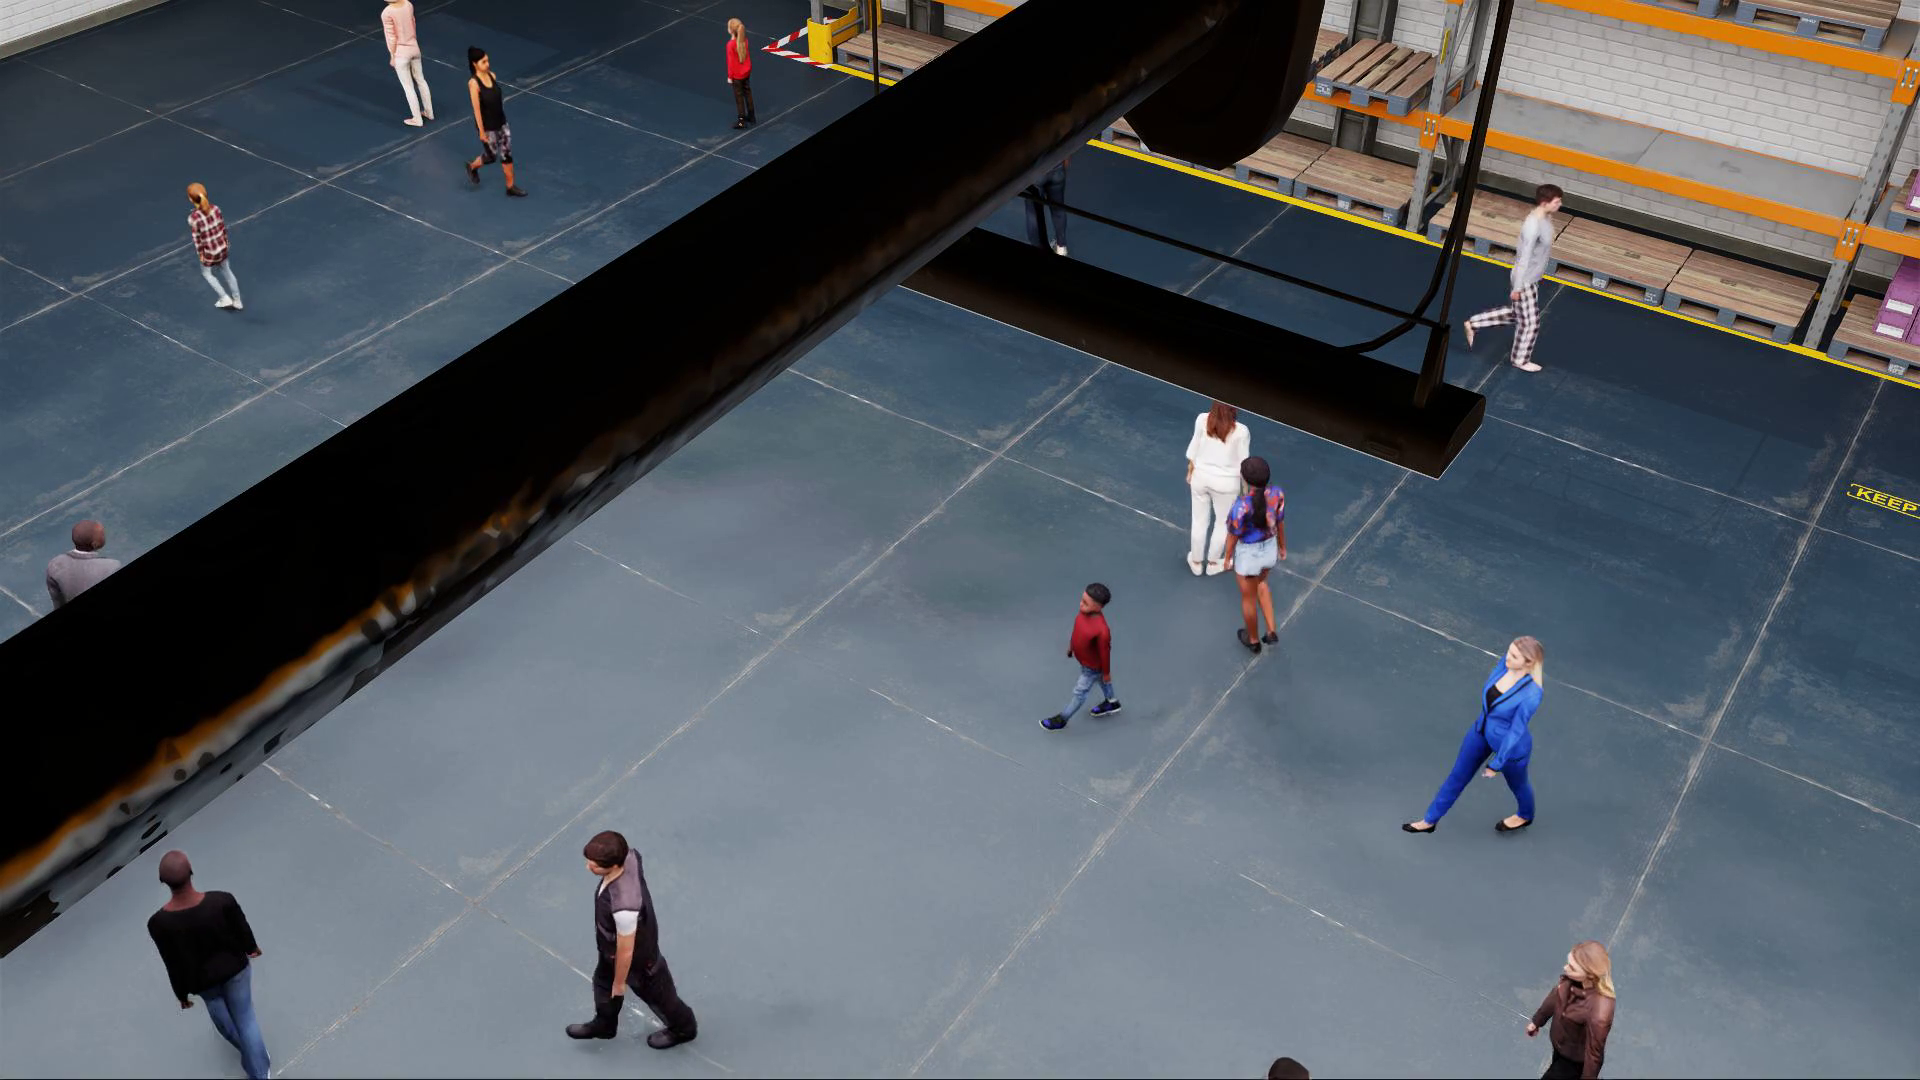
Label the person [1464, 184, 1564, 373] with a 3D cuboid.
[{"bbox_3d":[5.014,-2.377,14.947,1.030,1.826,0.713,19,42,22],"label":"person"}]

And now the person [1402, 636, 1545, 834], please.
[{"bbox_3d":[3.505,1.282,10.501,1.115,1.655,1.141,-11,40,-14],"label":"person"}]

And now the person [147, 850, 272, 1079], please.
[{"bbox_3d":[-4.032,2.405,9.034,0.810,1.731,0.919,-17,42,-21],"label":"person"}]

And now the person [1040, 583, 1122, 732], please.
[{"bbox_3d":[0.971,0.792,11.456,0.884,1.228,0.866,-10,40,-13],"label":"person"}]

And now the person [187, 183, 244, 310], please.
[{"bbox_3d":[-7.085,-2.770,15.864,0.517,1.295,0.544,21,43,24],"label":"person"}]

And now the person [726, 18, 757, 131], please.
[{"bbox_3d":[-2.539,-5.373,19.134,0.488,1.281,0.501,21,43,24],"label":"person"}]

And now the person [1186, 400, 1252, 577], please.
[{"bbox_3d":[1.958,-0.446,12.650,0.548,1.674,0.747,11,40,14],"label":"person"}]

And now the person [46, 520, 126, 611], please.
[{"bbox_3d":[-5.756,0.717,11.115,0.930,1.773,0.982,1,39,1],"label":"person"}]

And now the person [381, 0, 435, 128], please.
[{"bbox_3d":[-6.368,-5.610,19.075,0.552,1.725,0.625,19,42,22],"label":"person"}]

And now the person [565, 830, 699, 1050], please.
[{"bbox_3d":[-1.712,2.218,9.192,1.072,1.826,1.046,-10,40,-12],"label":"person"}]

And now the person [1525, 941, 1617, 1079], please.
[{"bbox_3d":[3.298,2.688,8.720,0.800,1.681,0.762,4,39,5],"label":"person"}]

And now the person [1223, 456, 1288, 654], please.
[{"bbox_3d":[2.134,0.182,11.823,0.798,1.724,0.839,-12,40,-14],"label":"person"}]

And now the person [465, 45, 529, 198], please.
[{"bbox_3d":[-5.033,-4.427,17.659,0.992,1.644,0.723,14,41,16],"label":"person"}]
